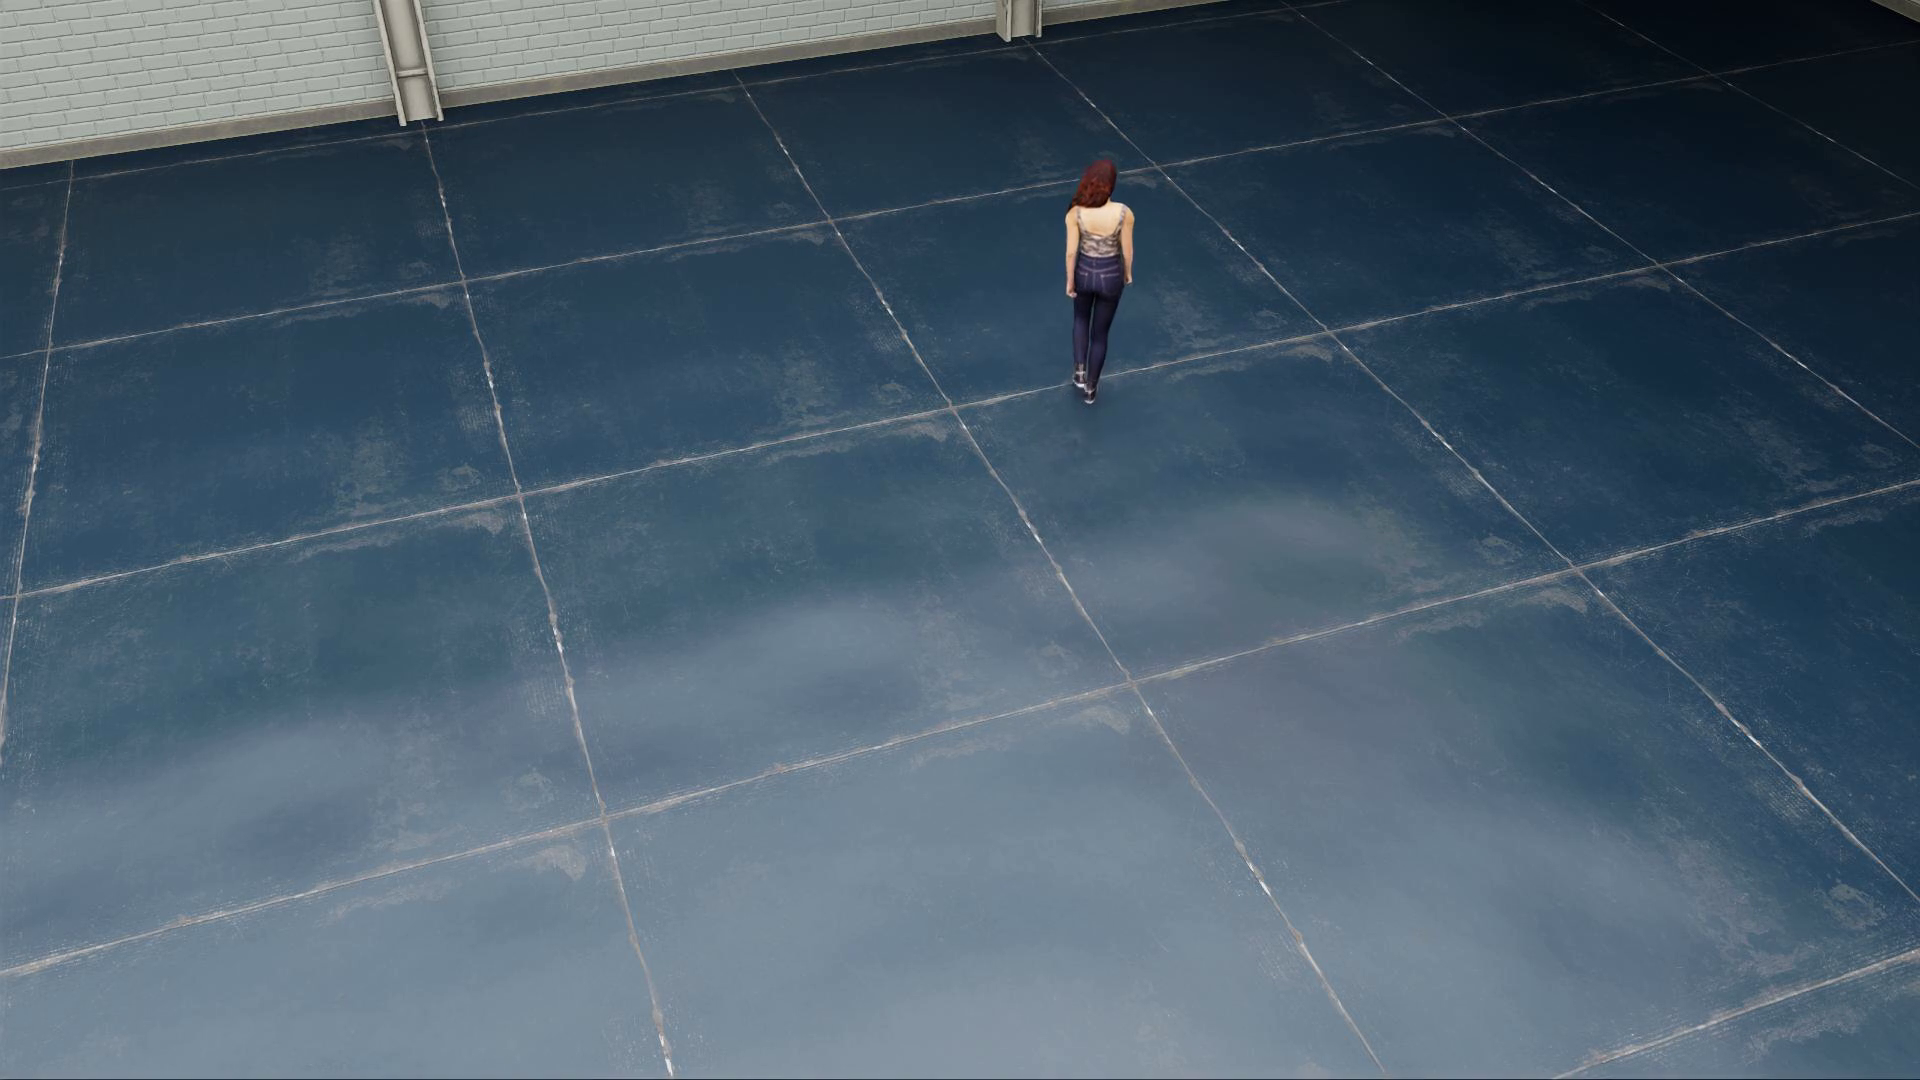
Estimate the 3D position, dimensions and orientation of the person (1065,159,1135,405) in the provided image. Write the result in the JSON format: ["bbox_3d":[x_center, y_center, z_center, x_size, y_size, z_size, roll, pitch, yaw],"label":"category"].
[{"bbox_3d":[0.927,-1.682,11.188,0.717,1.754,0.799,5,38,7],"label":"person"}]
